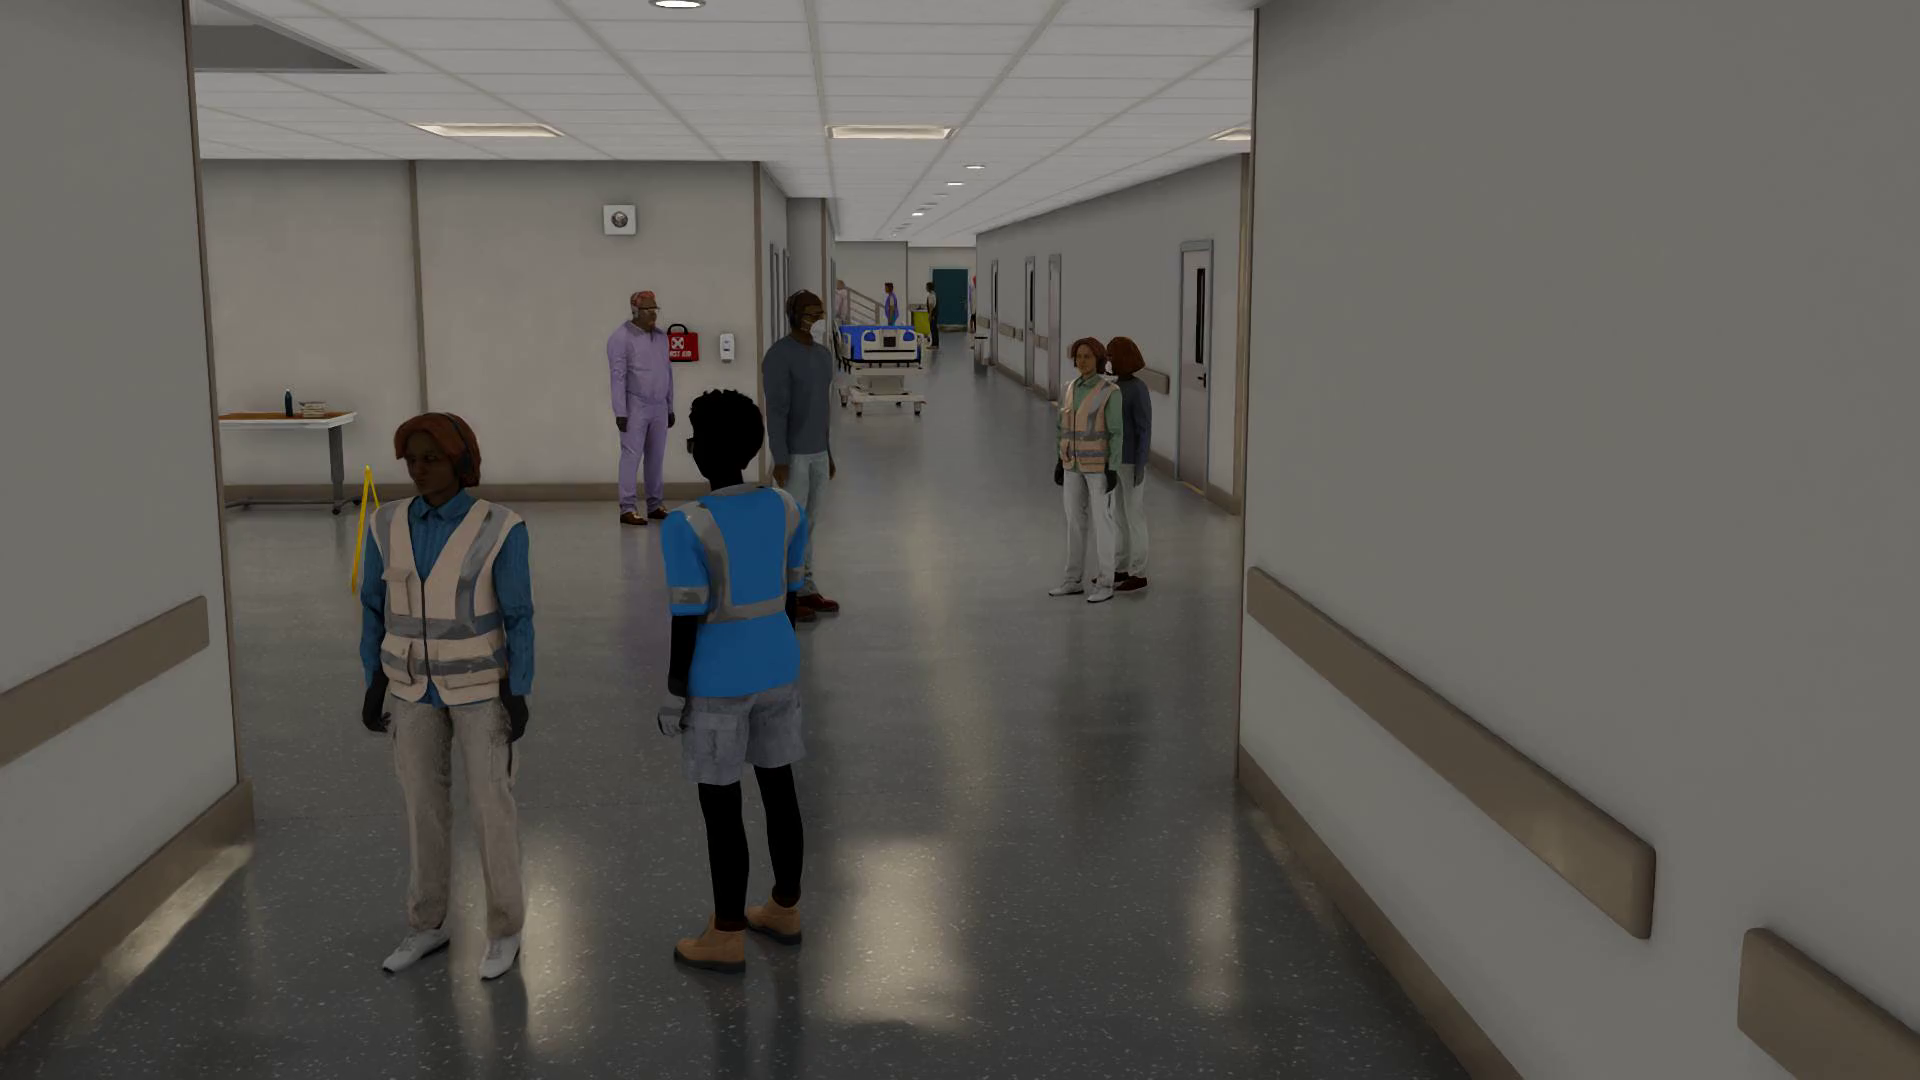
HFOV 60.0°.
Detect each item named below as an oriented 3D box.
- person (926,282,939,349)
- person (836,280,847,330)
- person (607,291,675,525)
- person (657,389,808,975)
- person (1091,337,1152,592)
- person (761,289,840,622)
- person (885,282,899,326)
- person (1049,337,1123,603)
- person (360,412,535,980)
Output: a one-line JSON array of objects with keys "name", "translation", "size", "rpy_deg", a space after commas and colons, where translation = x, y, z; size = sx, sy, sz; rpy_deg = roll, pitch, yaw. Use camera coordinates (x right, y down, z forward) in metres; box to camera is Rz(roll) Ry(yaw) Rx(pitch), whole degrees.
[{"name": "person", "translation": [-0.767, -6.168, 45.738], "size": [0.359, 1.839, 0.508], "rpy_deg": [2, 9, 12]}, {"name": "person", "translation": [-3.487, -6.469, 47.435], "size": [0.649, 1.883, 0.687], "rpy_deg": [2, 9, 10]}, {"name": "person", "translation": [-2.562, -1.075, 13.567], "size": [0.399, 1.900, 0.646], "rpy_deg": [6, 11, 34]}, {"name": "person", "translation": [-0.659, 0.410, 4.859], "size": [0.321, 1.697, 0.530], "rpy_deg": [7, 12, 38]}, {"name": "person", "translation": [1.049, -0.486, 10.680], "size": [0.268, 1.632, 0.507], "rpy_deg": [-4, 10, -23]}, {"name": "person", "translation": [-0.932, -0.502, 9.827], "size": [0.376, 1.940, 0.629], "rpy_deg": [4, 10, 25]}, {"name": "person", "translation": [-1.769, -5.719, 42.923], "size": [0.392, 1.837, 0.560], "rpy_deg": [-1, 9, -5]}, {"name": "person", "translation": [0.794, -0.439, 10.356], "size": [0.306, 1.645, 0.522], "rpy_deg": [-9, 13, -44]}, {"name": "person", "translation": [-1.477, 0.446, 4.815], "size": [0.521, 1.640, 0.310], "rpy_deg": [2, 9, 11]}]
